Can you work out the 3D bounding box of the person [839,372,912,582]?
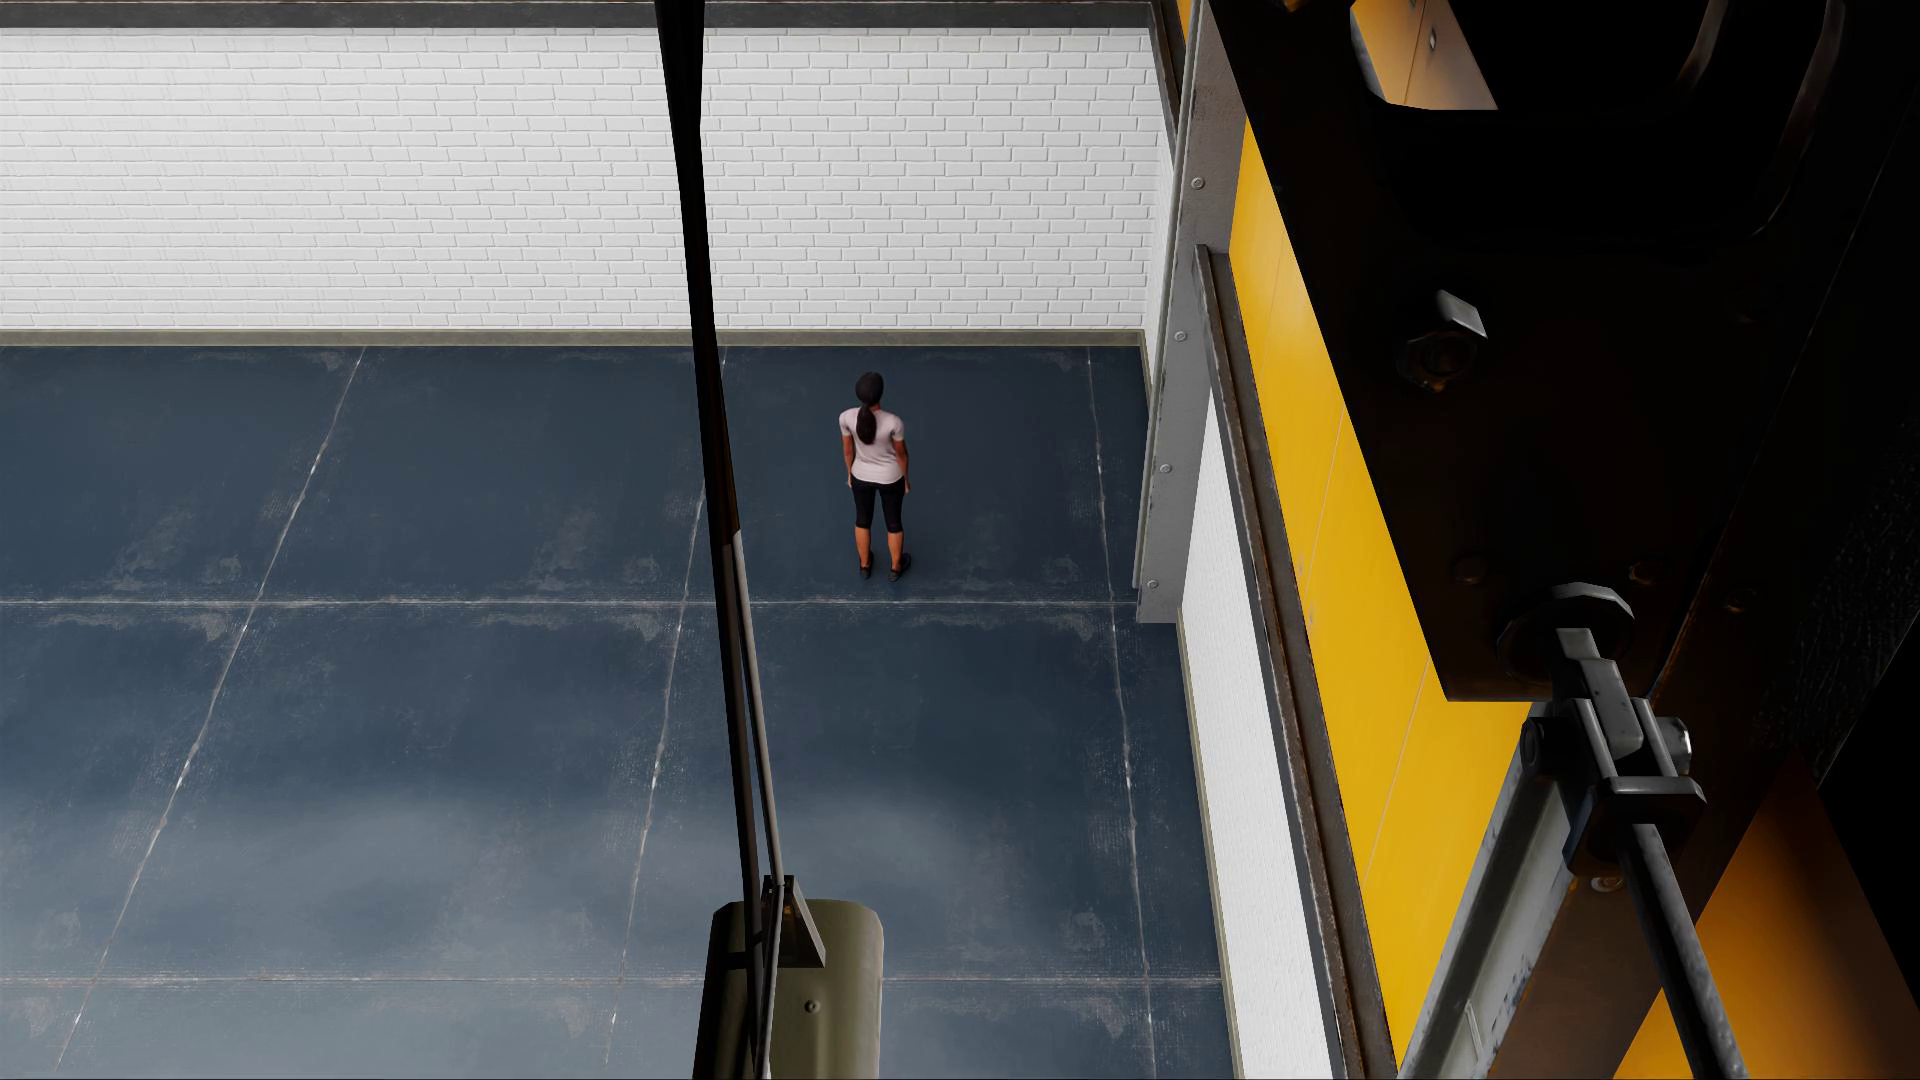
[{"bbox_3d":[-0.567,-0.421,11.288,0.640,1.748,0.595,7,44,7],"label":"person"}]
